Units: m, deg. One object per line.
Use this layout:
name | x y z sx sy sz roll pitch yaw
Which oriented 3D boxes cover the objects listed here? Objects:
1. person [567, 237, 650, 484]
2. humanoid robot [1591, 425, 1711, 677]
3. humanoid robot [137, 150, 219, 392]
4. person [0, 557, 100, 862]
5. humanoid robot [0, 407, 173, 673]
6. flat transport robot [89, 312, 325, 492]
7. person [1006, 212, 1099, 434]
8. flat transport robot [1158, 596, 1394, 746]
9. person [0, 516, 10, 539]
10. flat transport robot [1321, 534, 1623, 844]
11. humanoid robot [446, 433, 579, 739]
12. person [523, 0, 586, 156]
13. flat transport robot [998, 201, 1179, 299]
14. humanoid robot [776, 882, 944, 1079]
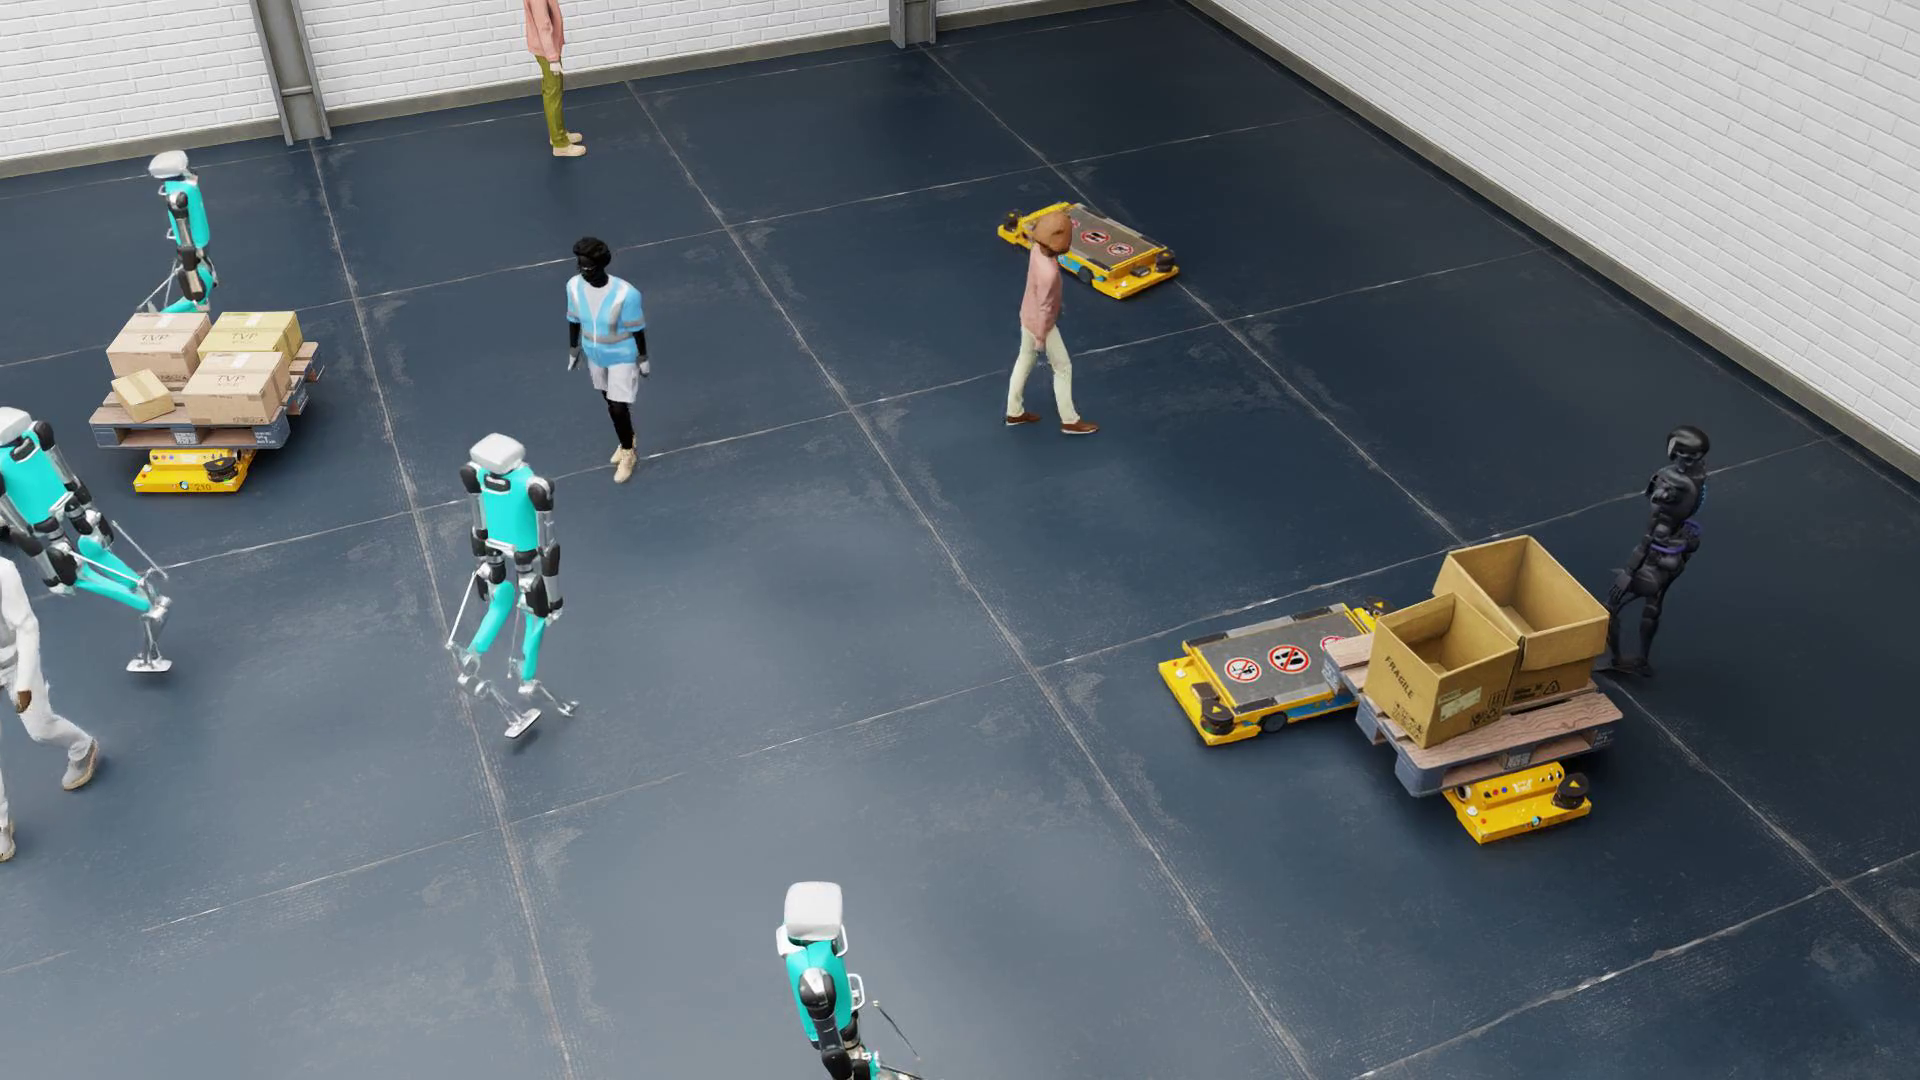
person | -2.277 -1.134 10.589 0.545 1.675 0.576 17 41 20
humanoid robot | 3.792 0.071 9.022 0.334 1.644 0.583 31 47 34
humanoid robot | -5.423 -1.781 11.405 0.887 1.781 0.548 -8 38 -11
person | -4.729 0.654 8.130 0.568 1.840 0.714 -7 38 -10
humanoid robot | -4.608 0.094 8.958 0.835 1.768 0.548 6 38 8
flat transport robot | -5.036 -0.806 11.322 0.659 0.231 1.431 0 38 0
person | 0.640 -1.441 11.047 0.708 1.605 0.501 -6 38 -8
flat transport robot | 1.901 0.724 9.331 1.431 0.231 0.659 -12 39 -15
person | -6.195 -0.783 10.036 0.569 1.814 0.816 -29 46 -32
flat transport robot | 2.710 1.002 8.969 0.659 0.231 1.431 -12 39 -15
humanoid robot | -2.388 0.372 8.601 0.538 1.795 0.769 16 40 19
person | -3.596 -4.281 14.560 0.374 1.837 0.521 -9 38 -12
flat transport robot | 1.019 -2.363 13.349 0.659 0.231 1.431 -27 45 -31
humanoid robot | -0.294 2.016 6.541 0.755 1.899 0.540 -7 38 -9
